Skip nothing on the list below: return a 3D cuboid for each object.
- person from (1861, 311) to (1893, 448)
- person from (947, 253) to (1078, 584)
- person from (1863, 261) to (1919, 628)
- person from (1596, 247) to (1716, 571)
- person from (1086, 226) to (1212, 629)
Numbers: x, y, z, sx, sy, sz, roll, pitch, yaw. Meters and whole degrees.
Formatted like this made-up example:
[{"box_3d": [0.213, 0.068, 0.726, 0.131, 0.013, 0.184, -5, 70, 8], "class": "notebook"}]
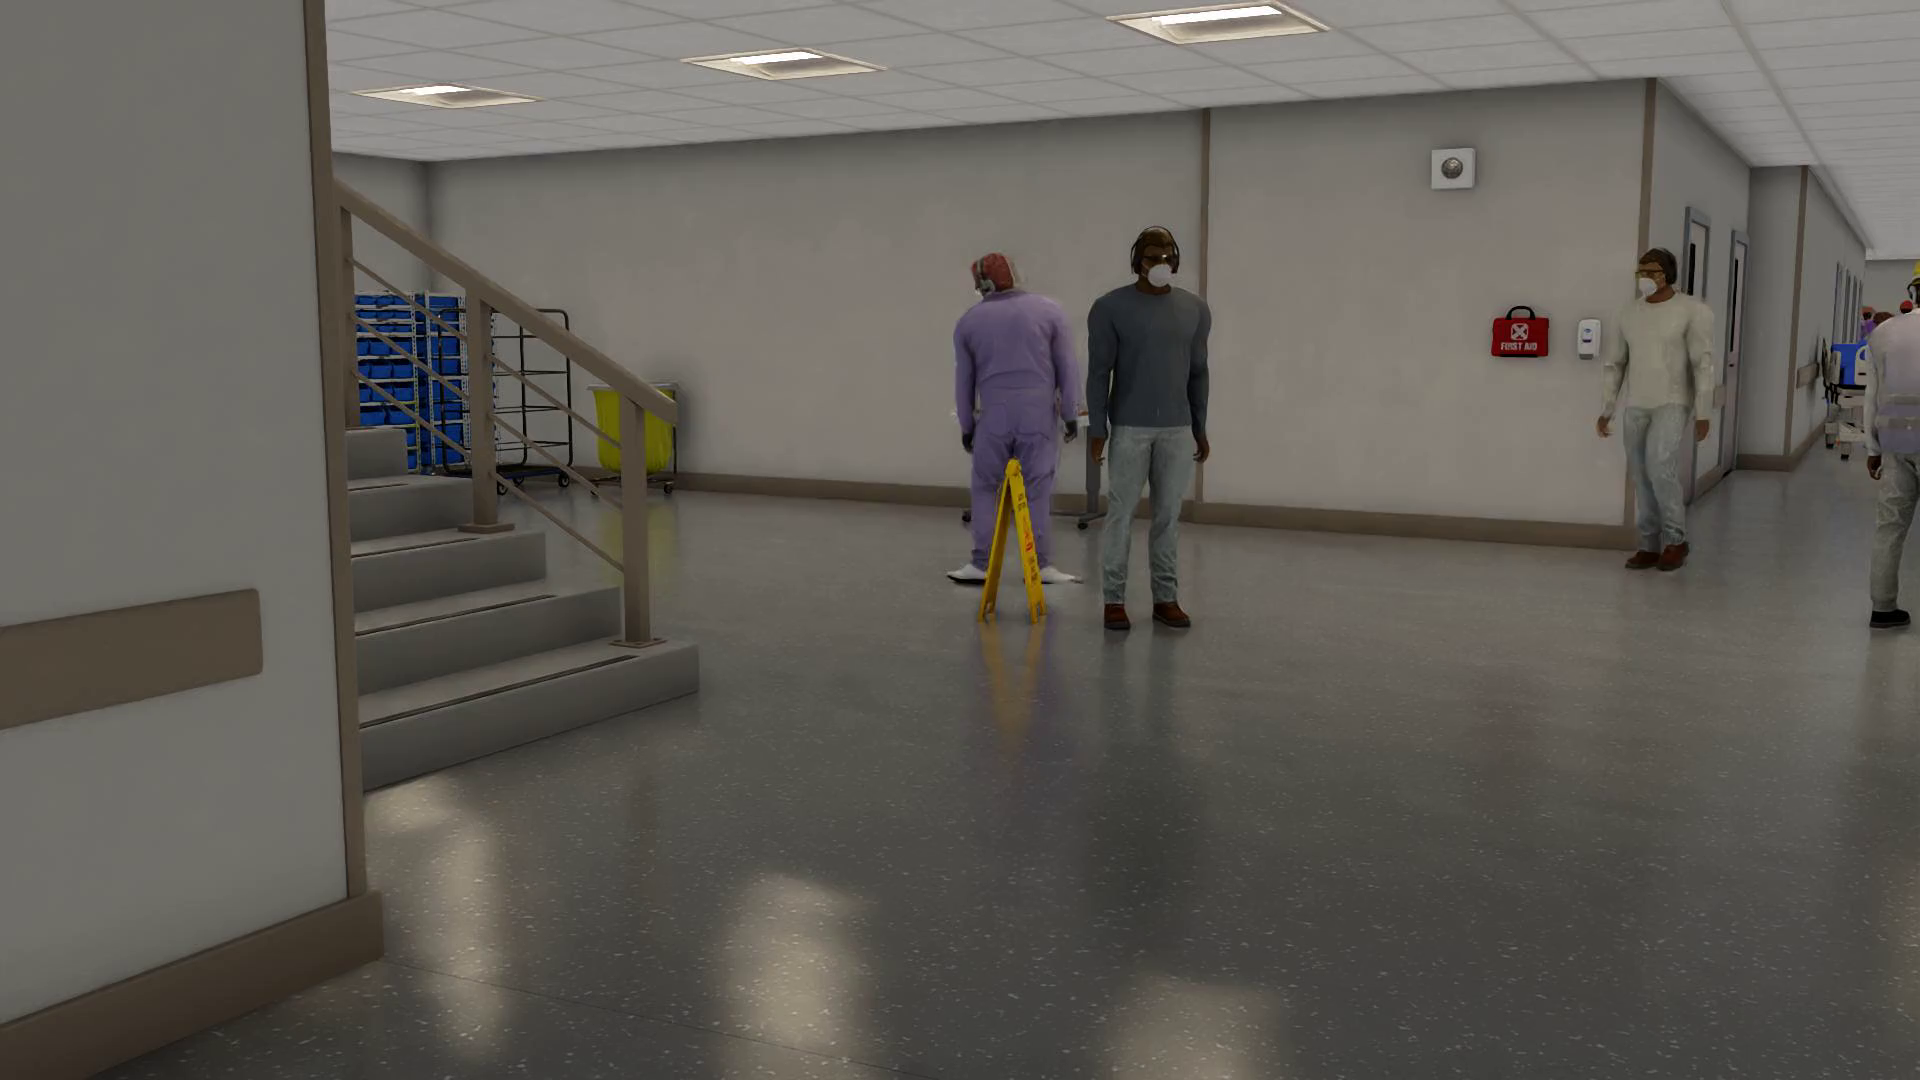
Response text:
[{"box_3d": [10.777, -1.859, 19.421, 0.528, 1.620, 0.582, 2, 8, 12], "class": "person"}, {"box_3d": [0.319, -0.674, 9.413, 0.730, 1.875, 0.394, 1, 7, 9], "class": "person"}, {"box_3d": [4.585, -0.453, 7.890, 0.403, 1.824, 0.590, -4, 8, -28], "class": "person"}, {"box_3d": [4.135, -0.763, 9.899, 0.462, 1.923, 0.648, -5, 9, -32], "class": "person"}, {"box_3d": [0.916, -0.533, 8.051, 0.635, 1.936, 0.355, -2, 8, -14], "class": "person"}]
